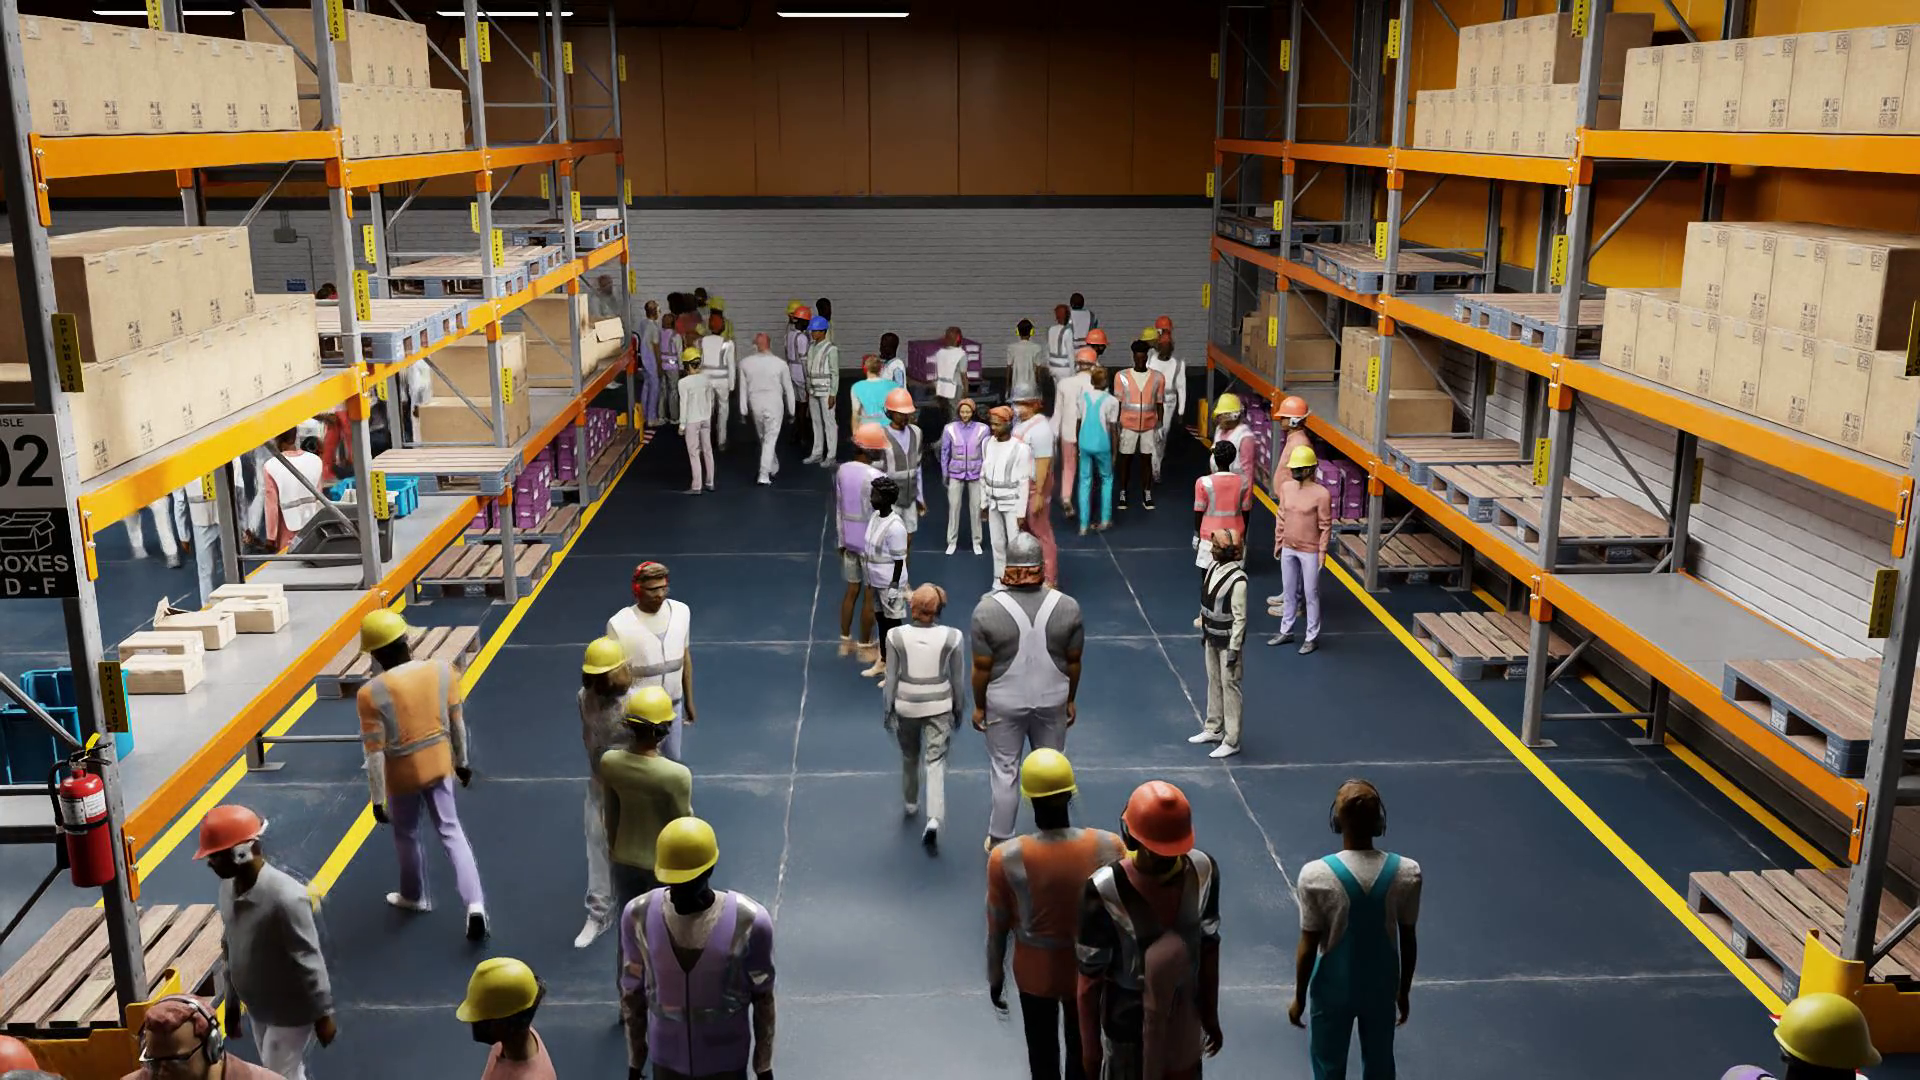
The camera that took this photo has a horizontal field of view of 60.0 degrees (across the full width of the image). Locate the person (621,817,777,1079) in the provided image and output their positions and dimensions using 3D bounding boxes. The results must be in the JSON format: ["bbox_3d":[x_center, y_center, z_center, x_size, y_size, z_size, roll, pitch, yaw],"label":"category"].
[{"bbox_3d":[-0.990,1.942,6.320,0.590,1.926,0.388,1,14,5],"label":"person"}]

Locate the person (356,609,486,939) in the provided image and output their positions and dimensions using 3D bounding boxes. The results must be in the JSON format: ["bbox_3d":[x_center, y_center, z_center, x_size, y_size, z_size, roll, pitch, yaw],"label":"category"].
[{"bbox_3d":[-2.944,1.269,9.092,0.907,1.872,0.635,13,19,42],"label":"person"}]

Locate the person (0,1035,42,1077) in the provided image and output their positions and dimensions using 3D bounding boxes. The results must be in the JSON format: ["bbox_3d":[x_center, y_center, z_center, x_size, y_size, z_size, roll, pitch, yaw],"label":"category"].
[{"bbox_3d":[-2.625,2.328,4.910,1.006,1.889,0.546,4,15,16],"label":"person"}]

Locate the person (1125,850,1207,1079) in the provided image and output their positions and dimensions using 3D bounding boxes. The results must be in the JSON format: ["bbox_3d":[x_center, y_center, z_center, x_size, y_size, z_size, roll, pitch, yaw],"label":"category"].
[{"bbox_3d":[0.769,1.986,6.498,0.374,1.755,0.559,4,15,14],"label":"person"}]

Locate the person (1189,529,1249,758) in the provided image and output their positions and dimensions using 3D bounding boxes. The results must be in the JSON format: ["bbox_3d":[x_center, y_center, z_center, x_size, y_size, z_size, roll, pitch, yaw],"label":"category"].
[{"bbox_3d":[1.852,0.714,11.717,0.307,1.641,0.512,-5,15,-18],"label":"person"}]

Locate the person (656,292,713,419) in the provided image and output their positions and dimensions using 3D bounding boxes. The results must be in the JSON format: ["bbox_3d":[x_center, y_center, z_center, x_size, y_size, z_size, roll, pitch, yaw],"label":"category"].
[{"bbox_3d":[-4.151,-2.710,24.618,1.029,1.904,0.620,2,14,9],"label":"person"}]

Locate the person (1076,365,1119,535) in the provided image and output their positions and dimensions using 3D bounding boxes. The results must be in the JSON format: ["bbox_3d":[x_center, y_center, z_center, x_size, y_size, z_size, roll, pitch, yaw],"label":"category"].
[{"bbox_3d":[1.497,-0.988,18.033,0.544,1.817,0.683,6,16,23],"label":"person"}]

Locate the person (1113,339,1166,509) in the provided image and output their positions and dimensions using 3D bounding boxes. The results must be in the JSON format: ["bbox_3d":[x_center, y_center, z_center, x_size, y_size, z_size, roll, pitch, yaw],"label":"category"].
[{"bbox_3d":[2.045,-1.321,19.054,0.609,1.965,0.362,-1,14,-2],"label":"person"}]

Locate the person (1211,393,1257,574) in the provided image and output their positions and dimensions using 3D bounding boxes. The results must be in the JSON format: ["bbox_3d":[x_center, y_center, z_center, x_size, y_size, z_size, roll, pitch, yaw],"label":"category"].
[{"bbox_3d":[2.648,-0.531,16.231,0.404,1.828,0.614,-6,16,-23],"label":"person"}]

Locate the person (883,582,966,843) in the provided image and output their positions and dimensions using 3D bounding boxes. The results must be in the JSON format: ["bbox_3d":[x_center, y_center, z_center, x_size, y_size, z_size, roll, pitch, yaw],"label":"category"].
[{"bbox_3d":[-0.224,1.066,10.412,0.524,1.602,0.793,0,14,1],"label":"person"}]

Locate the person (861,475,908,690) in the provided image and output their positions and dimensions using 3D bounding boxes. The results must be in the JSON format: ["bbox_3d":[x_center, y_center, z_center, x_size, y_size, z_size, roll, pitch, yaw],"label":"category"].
[{"bbox_3d":[-0.589,0.327,13.123,0.318,1.697,0.535,-7,16,-26],"label":"person"}]

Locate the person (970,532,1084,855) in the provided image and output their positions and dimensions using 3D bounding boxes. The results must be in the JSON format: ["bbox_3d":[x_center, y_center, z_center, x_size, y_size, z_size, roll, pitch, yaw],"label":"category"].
[{"bbox_3d":[0.376,0.939,10.032,0.684,2.000,0.536,-3,15,-10],"label":"person"}]

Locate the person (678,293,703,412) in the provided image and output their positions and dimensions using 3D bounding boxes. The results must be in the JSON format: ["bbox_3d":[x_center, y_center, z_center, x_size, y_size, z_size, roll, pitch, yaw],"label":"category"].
[{"bbox_3d":[-4.077,-2.803,25.121,0.429,1.844,0.627,-6,16,-23],"label":"person"}]

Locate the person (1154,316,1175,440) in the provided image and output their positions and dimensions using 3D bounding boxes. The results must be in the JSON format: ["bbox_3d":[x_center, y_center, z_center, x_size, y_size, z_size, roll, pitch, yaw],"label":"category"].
[{"bbox_3d":[2.797,-2.224,23.023,0.335,1.749,0.575,8,16,29],"label":"person"}]

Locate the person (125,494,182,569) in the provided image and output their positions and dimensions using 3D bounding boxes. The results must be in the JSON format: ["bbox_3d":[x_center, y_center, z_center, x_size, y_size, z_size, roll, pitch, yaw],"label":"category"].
[{"bbox_3d":[-8.194,-0.664,16.637,0.609,1.887,1.025,-12,18,-38],"label":"person"}]

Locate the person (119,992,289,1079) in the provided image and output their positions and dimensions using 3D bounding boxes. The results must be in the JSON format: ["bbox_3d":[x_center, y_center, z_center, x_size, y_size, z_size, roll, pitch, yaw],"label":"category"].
[{"bbox_3d":[-2.305,2.266,5.090,0.636,1.911,0.405,-2,14,-8],"label":"person"}]

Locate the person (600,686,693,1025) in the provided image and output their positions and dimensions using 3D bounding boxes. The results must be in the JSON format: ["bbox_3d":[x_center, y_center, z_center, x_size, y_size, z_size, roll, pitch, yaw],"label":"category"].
[{"bbox_3d":[-1.504,1.562,8.154,0.516,1.758,0.336,7,16,25],"label":"person"}]

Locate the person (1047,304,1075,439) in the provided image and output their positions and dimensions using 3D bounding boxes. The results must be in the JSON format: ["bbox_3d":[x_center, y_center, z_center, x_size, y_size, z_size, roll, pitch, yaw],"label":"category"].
[{"bbox_3d":[1.408,-2.365,23.330,0.498,1.879,0.610,-7,16,-27],"label":"person"}]

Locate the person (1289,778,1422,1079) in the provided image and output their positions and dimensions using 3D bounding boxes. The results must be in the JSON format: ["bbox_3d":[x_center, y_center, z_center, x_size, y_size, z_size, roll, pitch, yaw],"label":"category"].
[{"bbox_3d":[1.607,1.860,6.819,0.506,1.841,0.345,-1,14,-3],"label":"person"}]

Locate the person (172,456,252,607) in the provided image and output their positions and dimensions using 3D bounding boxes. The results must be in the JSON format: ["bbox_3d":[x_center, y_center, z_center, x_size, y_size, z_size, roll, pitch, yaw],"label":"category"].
[{"bbox_3d":[-6.482,-0.112,14.435,0.592,1.907,0.415,-11,18,-37],"label":"person"}]

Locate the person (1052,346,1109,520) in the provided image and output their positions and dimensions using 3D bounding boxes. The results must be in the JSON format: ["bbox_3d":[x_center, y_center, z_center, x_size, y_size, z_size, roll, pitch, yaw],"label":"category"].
[{"bbox_3d":[1.316,-1.139,18.348,0.641,1.960,0.762,4,15,14],"label":"person"}]

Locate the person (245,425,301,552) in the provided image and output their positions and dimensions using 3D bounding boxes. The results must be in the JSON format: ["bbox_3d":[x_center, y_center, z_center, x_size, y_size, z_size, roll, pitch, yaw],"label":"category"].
[{"bbox_3d":[-7.175,-0.843,17.330,0.639,1.902,1.000,2,14,7],"label":"person"}]

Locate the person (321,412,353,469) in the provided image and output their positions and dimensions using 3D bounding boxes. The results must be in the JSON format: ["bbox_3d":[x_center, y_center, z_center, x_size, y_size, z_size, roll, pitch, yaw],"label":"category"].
[{"bbox_3d":[-8.033,-1.882,21.313,0.633,1.936,0.353,6,16,23],"label":"person"}]

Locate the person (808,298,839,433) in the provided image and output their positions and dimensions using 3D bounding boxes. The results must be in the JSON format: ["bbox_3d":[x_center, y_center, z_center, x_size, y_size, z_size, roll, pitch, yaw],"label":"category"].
[{"bbox_3d":[-1.971,-2.505,23.796,0.375,1.917,0.598,6,15,21],"label":"person"}]

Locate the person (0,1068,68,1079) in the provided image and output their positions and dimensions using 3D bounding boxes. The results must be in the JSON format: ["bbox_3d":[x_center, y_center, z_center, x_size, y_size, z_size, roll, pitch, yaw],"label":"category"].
[{"bbox_3d":[-2.422,2.350,4.496,0.536,2.000,0.674,0,14,1],"label":"person"}]

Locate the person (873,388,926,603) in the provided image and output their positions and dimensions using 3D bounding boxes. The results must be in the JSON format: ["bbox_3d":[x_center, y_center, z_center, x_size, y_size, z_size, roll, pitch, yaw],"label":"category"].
[{"bbox_3d":[-0.552,-0.383,15.218,0.614,2.040,0.390,-12,19,-40],"label":"person"}]

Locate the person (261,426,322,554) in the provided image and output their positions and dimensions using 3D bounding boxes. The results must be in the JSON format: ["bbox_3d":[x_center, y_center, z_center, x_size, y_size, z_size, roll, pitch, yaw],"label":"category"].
[{"bbox_3d":[-5.751,-0.107,14.417,0.415,1.907,0.592,7,16,25],"label":"person"}]

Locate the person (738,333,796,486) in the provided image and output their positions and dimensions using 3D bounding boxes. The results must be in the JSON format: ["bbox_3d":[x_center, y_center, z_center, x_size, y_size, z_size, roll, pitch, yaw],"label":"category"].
[{"bbox_3d":[-2.359,-1.623,20.496,0.671,1.842,1.062,3,15,10],"label":"person"}]

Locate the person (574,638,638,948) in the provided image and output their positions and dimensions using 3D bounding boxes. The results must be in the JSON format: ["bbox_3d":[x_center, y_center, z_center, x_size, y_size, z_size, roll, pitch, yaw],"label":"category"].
[{"bbox_3d":[-1.865,1.314,9.260,0.496,1.698,0.897,6,15,21],"label":"person"}]

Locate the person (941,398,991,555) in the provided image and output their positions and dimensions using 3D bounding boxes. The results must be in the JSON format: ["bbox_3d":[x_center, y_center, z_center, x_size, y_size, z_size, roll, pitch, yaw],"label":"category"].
[{"bbox_3d":[0.064,-0.648,17.069,0.523,1.636,0.310,0,14,0],"label":"person"}]
